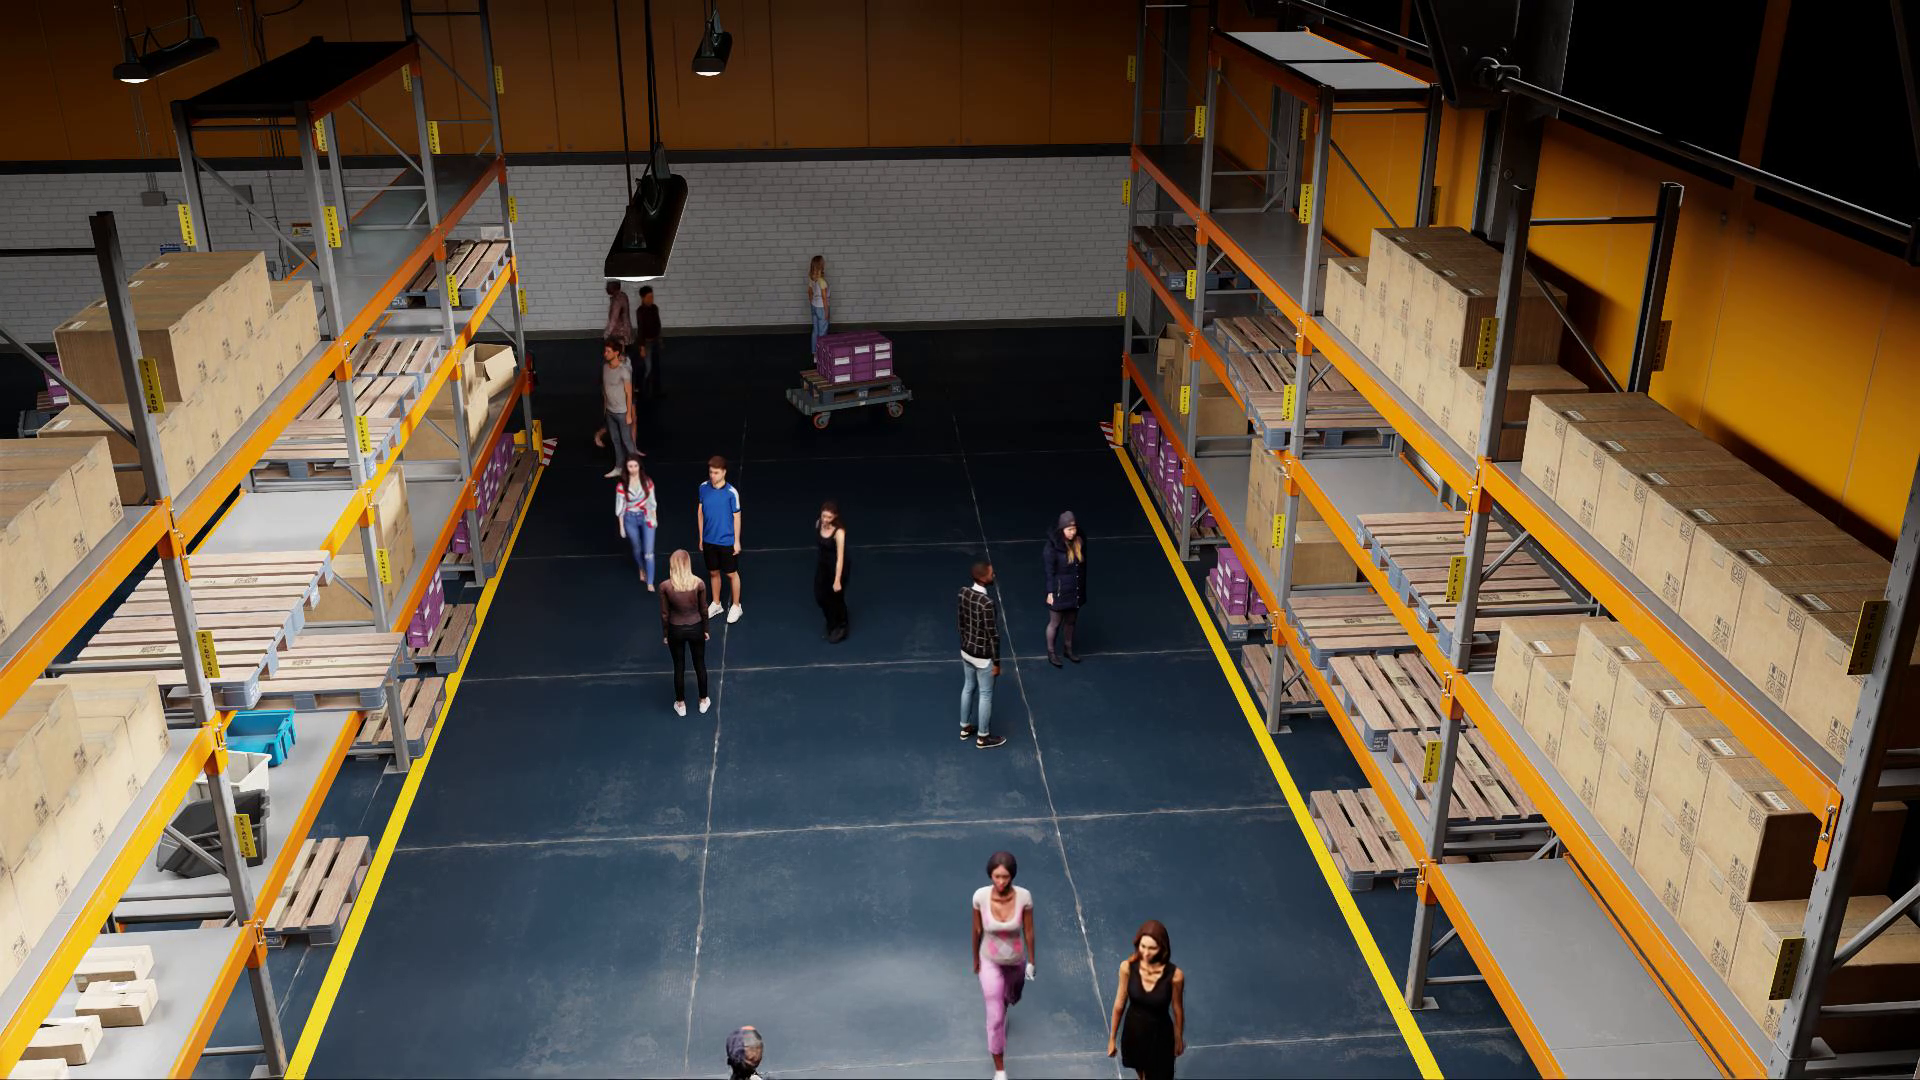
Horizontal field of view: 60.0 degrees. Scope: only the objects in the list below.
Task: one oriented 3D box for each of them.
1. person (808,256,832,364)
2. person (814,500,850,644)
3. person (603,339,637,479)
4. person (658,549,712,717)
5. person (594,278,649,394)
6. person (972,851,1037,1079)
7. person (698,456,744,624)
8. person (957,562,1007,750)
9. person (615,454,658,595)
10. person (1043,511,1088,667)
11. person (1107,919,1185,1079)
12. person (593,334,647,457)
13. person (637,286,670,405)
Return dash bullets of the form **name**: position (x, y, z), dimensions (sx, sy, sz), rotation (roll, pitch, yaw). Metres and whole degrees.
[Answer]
- **person**: position (-2.204, -3.620, 26.140), dimensions (0.770, 1.723, 0.654), rotation (-16, 28, -33)
- **person**: position (-1.306, 0.315, 17.228), dimensions (0.809, 1.652, 0.746), rotation (-16, 28, -32)
- **person**: position (-4.409, -1.686, 21.498), dimensions (0.733, 1.898, 0.782), rotation (17, 29, 34)
- **person**: position (-2.615, 0.880, 15.870), dimensions (0.630, 1.705, 0.545), rotation (-5, 24, -12)
- **person**: position (-4.917, -3.019, 24.699), dimensions (0.742, 1.776, 0.959), rotation (-1, 24, -2)
- **person**: position (0.299, 2.849, 11.362), dimensions (0.620, 1.708, 1.142), rotation (-1, 24, -2)
- **person**: position (-2.548, -0.030, 17.747), dimensions (0.728, 1.868, 0.717), rotation (8, 25, 17)
- **person**: position (0.164, 1.047, 15.344), dimensions (0.807, 1.820, 0.699), rotation (-18, 29, -35)
- **person**: position (-3.595, -0.221, 18.554), dimensions (0.700, 1.571, 1.059), rotation (-5, 24, -11)
- **person**: position (1.060, 0.476, 16.831), dimensions (0.773, 1.675, 0.797), rotation (-15, 28, -30)
- **person**: position (1.222, 3.145, 10.559), dimensions (0.861, 1.808, 1.050), rotation (9, 25, 19)
- **person**: position (-4.617, -1.938, 22.315), dimensions (0.970, 1.706, 1.025), rotation (11, 26, 24)
- **person**: position (-4.583, -2.870, 24.378), dimensions (0.812, 1.761, 0.674), rotation (9, 25, 19)
